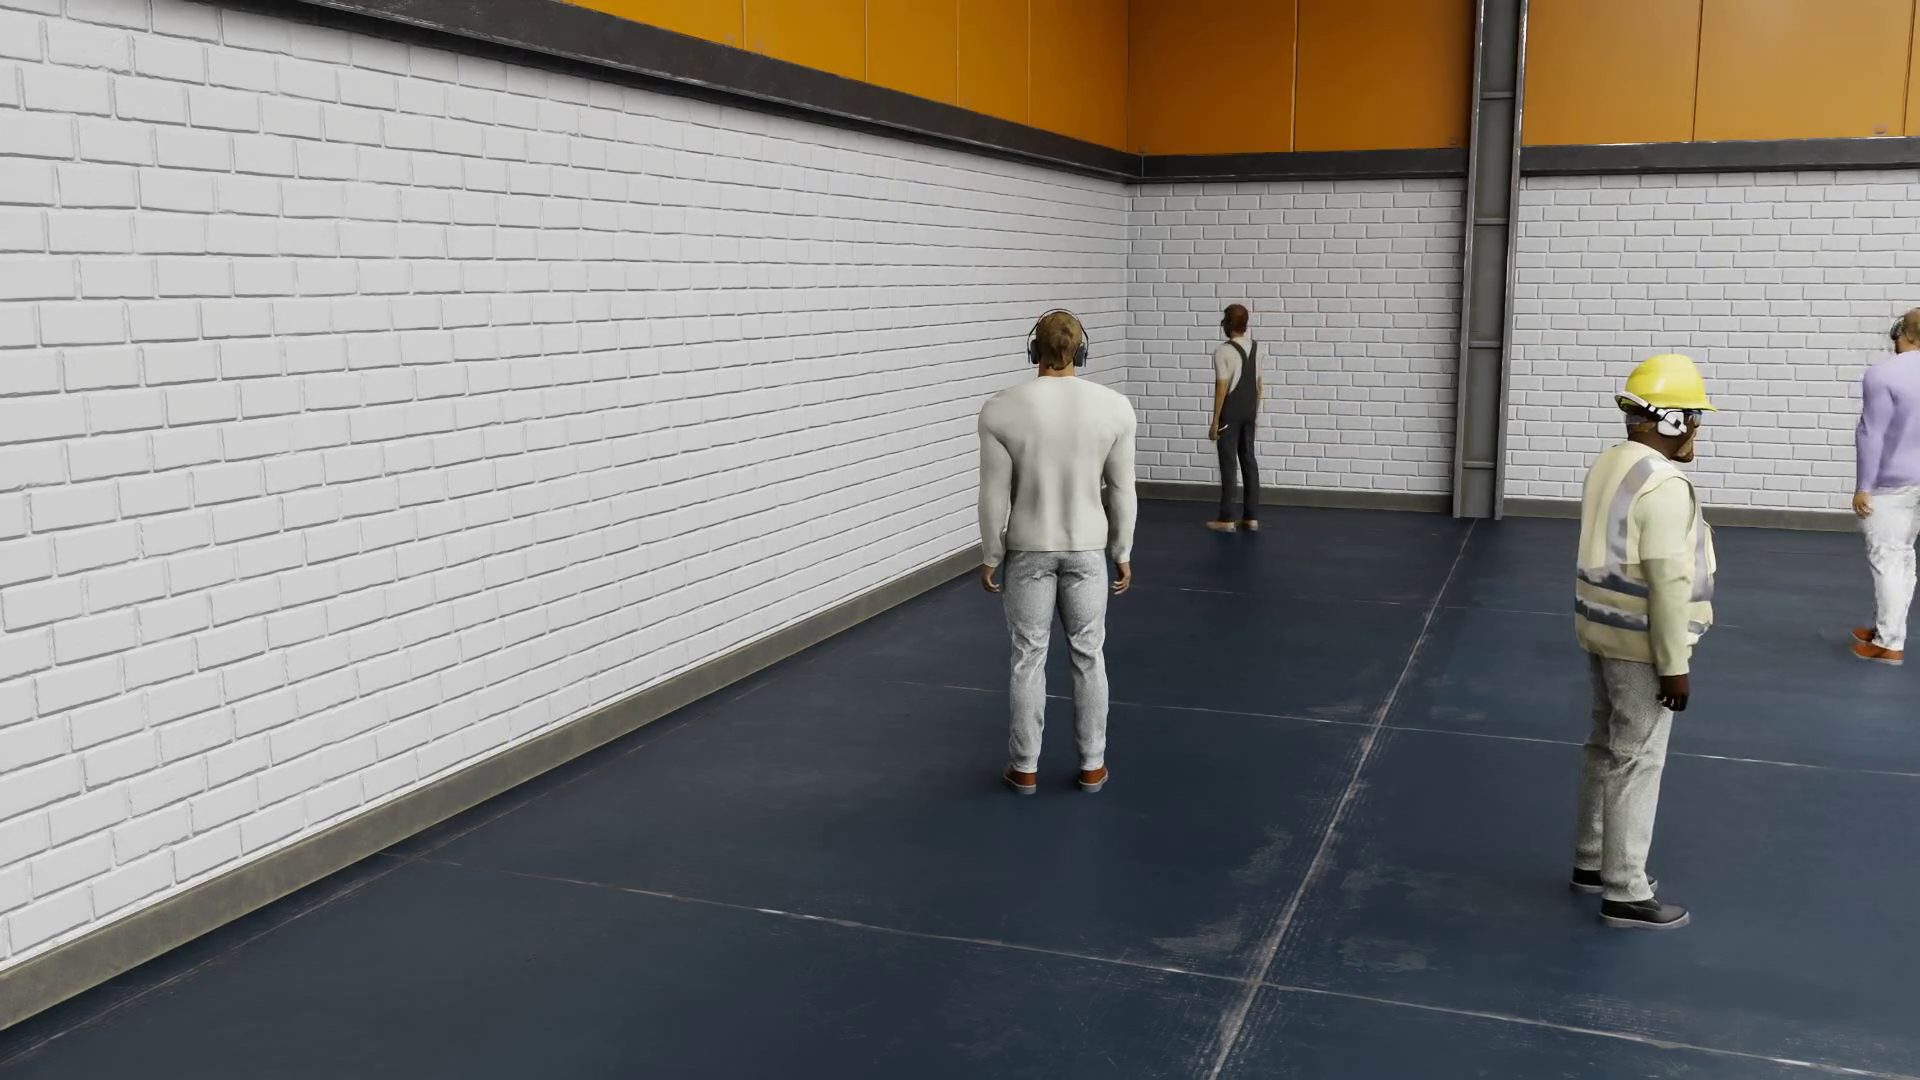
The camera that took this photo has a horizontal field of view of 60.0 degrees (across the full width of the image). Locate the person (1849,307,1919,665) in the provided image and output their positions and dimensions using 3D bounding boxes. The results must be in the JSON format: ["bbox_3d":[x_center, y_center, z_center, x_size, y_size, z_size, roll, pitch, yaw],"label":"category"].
[{"bbox_3d":[5.006,-0.284,8.903,0.648,1.906,0.477,-4,10,-25],"label":"person"}]

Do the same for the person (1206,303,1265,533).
[{"bbox_3d":[2.229,-0.980,13.429,0.511,1.843,0.325,-6,11,-33],"label":"person"}]

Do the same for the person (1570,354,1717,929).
[{"bbox_3d":[2.190,0.320,5.349,0.403,1.825,0.597,1,9,3],"label":"person"}]

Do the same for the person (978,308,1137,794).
[{"bbox_3d":[0.385,0.054,6.634,0.636,1.939,0.362,0,9,-3],"label":"person"}]
